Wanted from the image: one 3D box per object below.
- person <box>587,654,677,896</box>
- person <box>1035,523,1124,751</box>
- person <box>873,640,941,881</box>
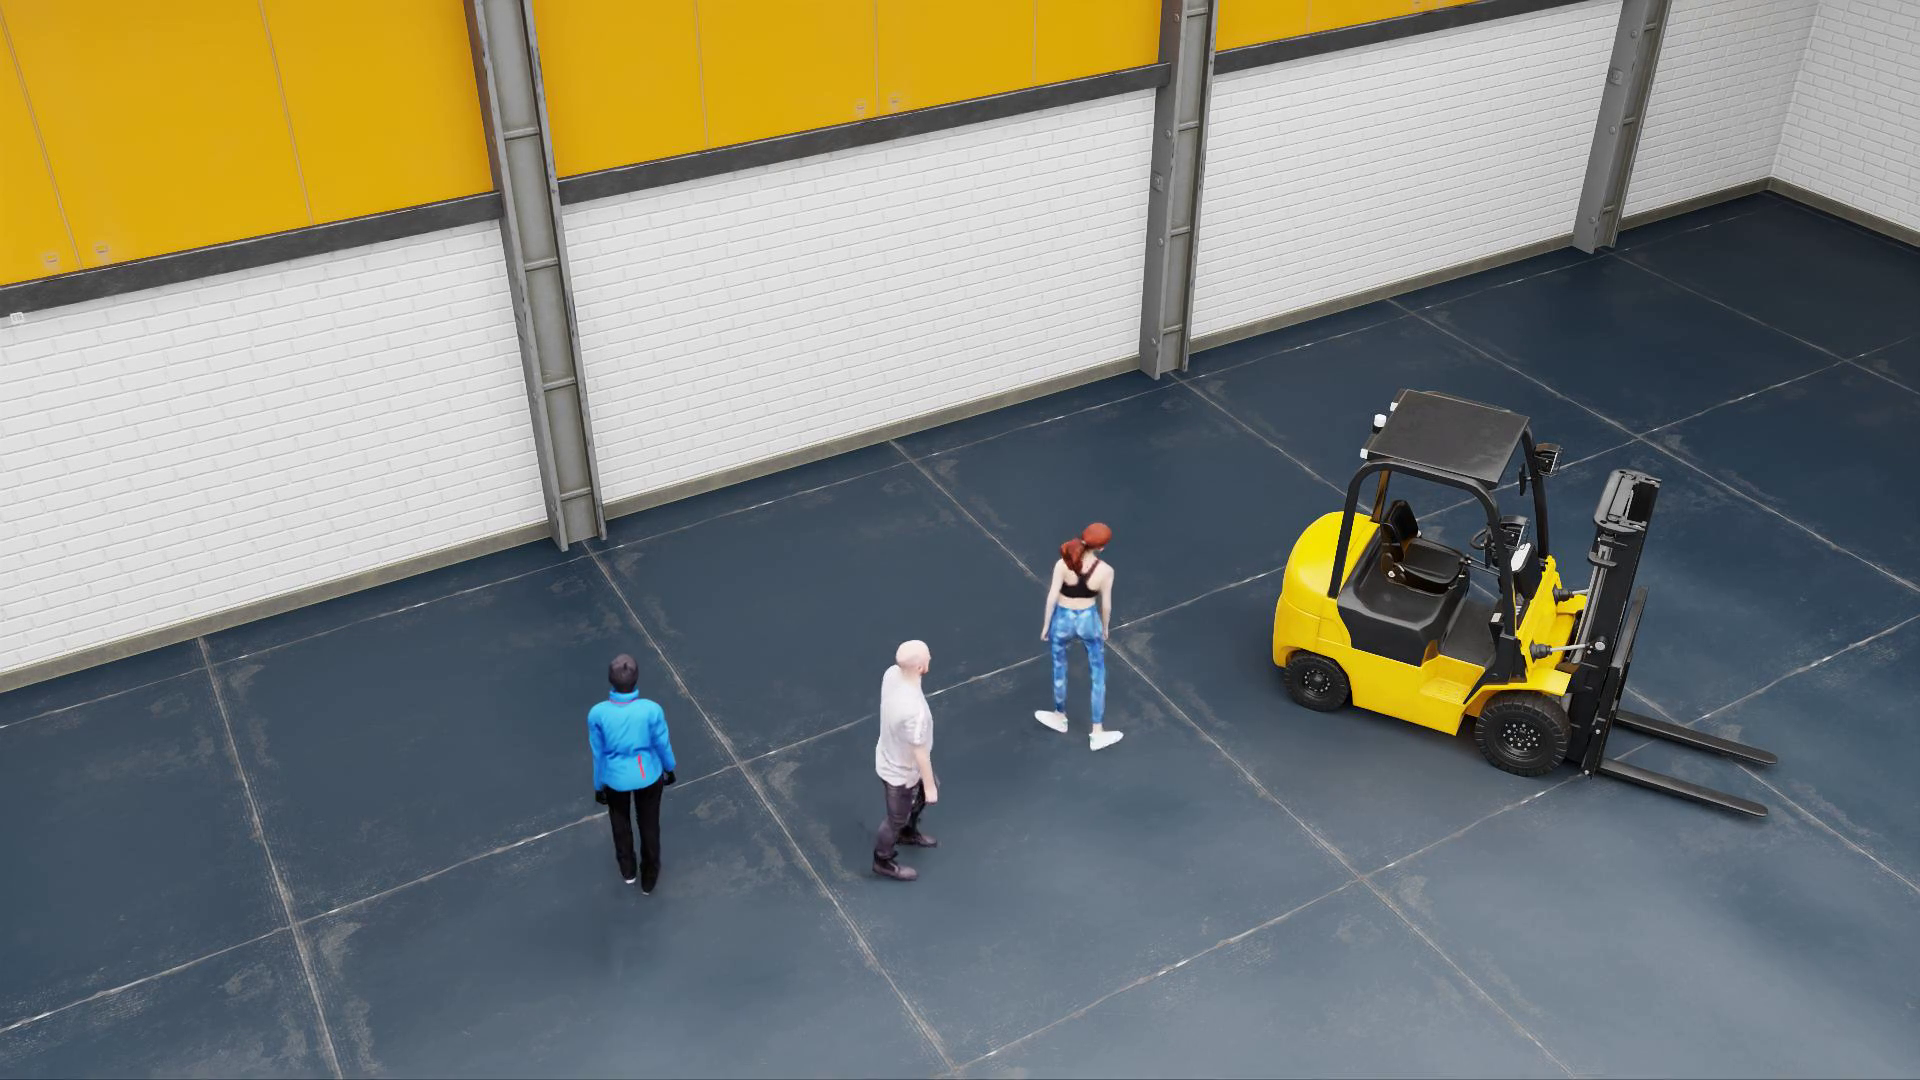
[{"bbox_3d":[-1.979,1.487,10.029,0.670,1.786,0.798,-4,34,-6],"label":"person"},{"bbox_3d":[0.755,0.626,11.343,0.832,1.765,0.941,-10,35,-15],"label":"person"},{"bbox_3d":[-0.403,1.354,10.210,0.854,1.808,0.846,-4,34,-5],"label":"person"}]
